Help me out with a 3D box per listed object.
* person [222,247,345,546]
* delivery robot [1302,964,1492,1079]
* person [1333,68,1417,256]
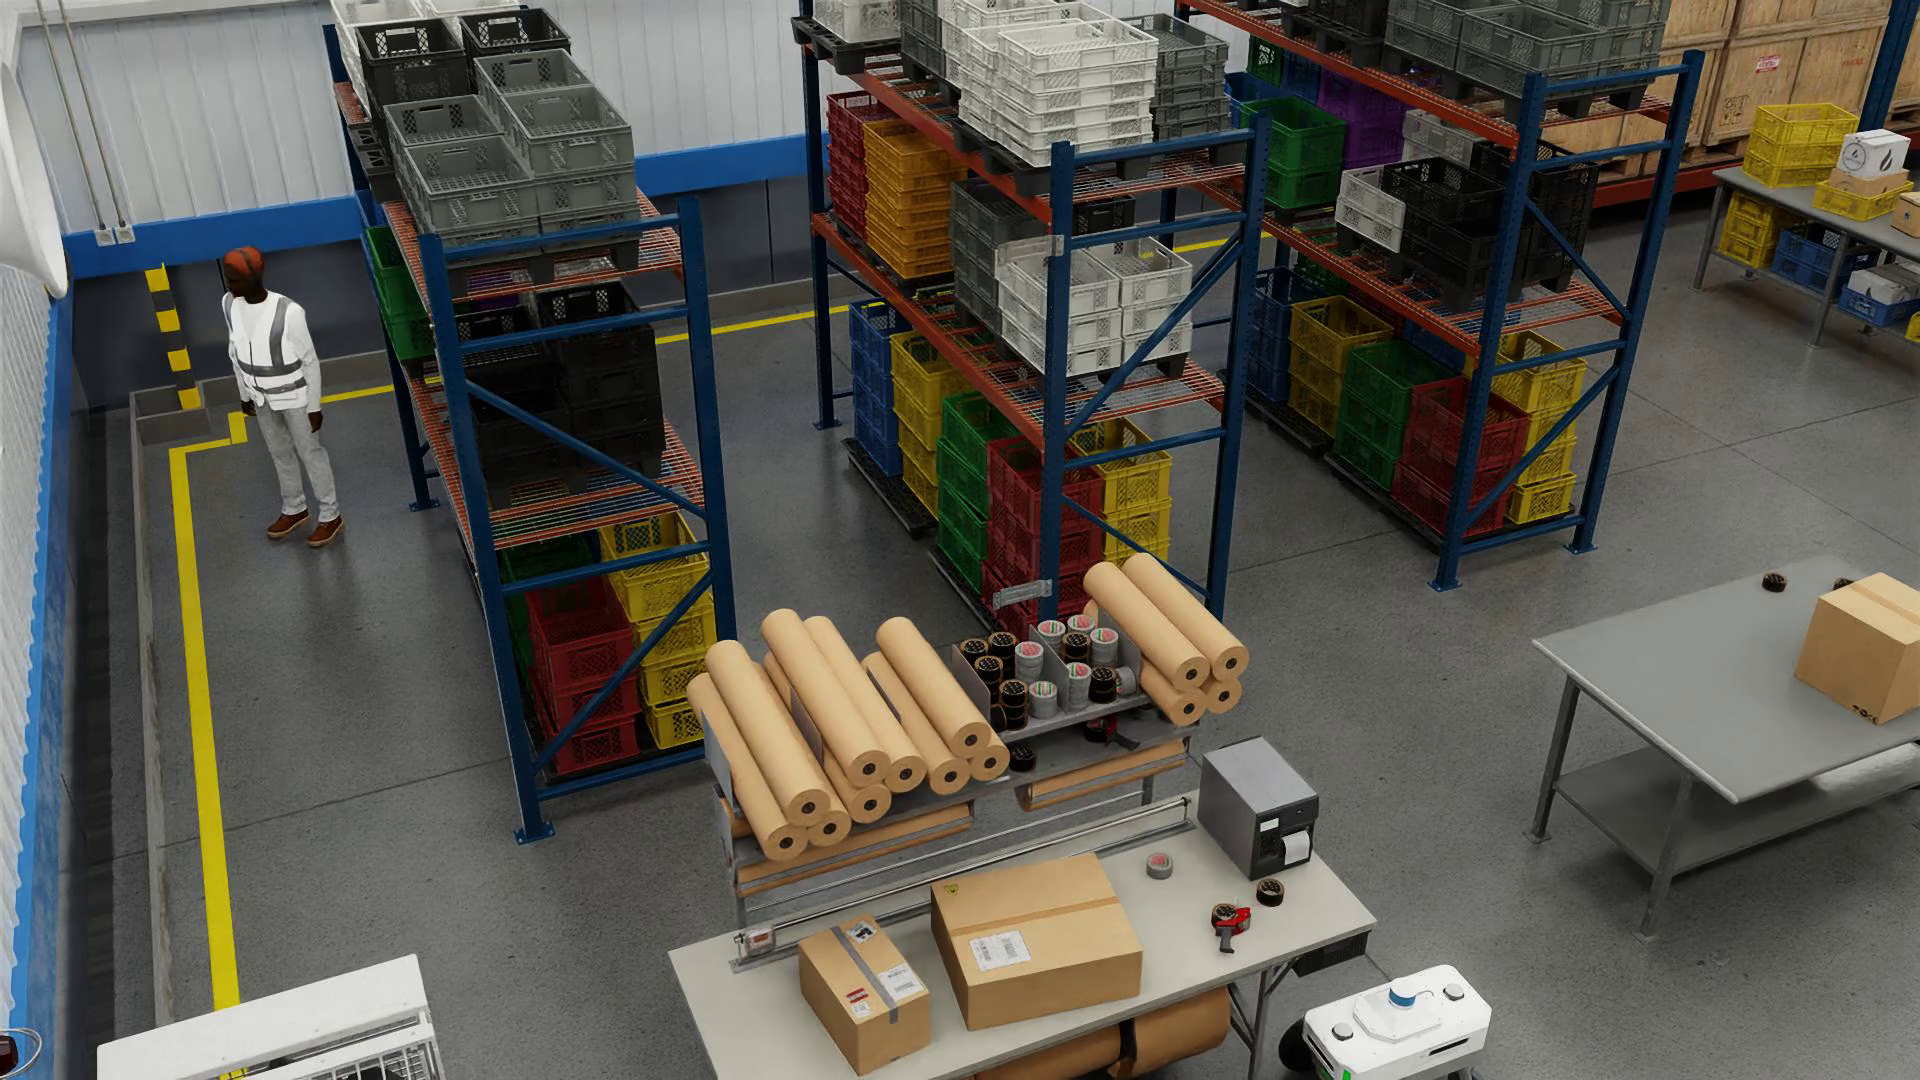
[{"bbox_3d":[-4.002,-0.841,9.783,0.583,1.881,0.337,12,34,18],"label":"person"},{"bbox_3d":[1.699,1.913,6.483,0.707,0.478,0.477,-12,34,-19],"label":"delivery robot"},{"bbox_3d":[3.385,-3.295,13.728,0.625,1.933,0.375,18,36,27],"label":"person"}]
